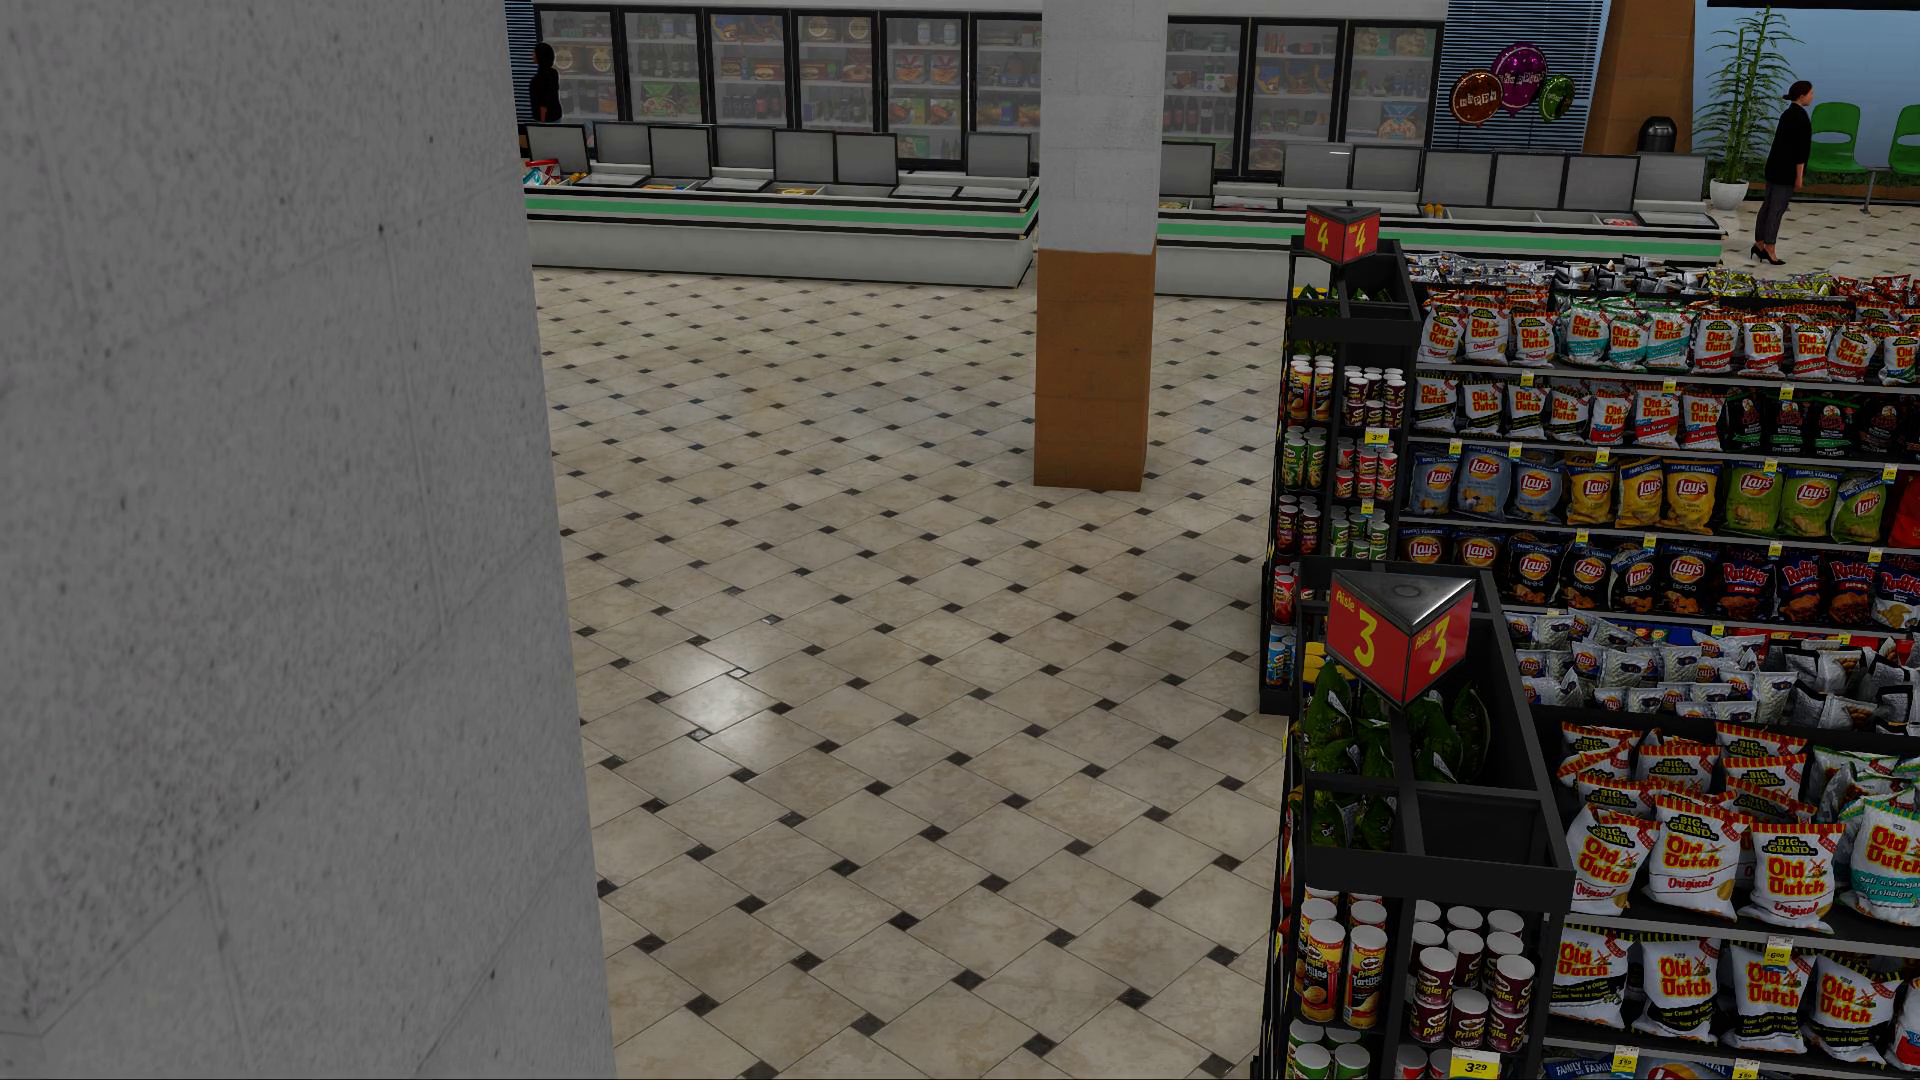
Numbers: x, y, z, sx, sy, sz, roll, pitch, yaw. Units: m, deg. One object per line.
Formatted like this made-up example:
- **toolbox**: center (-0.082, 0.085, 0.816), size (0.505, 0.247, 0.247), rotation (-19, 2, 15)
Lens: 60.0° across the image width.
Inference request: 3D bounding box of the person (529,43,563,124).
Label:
- **person**: center (-4.588, -4.678, 18.581), size (0.530, 1.701, 0.569), rotation (5, 24, 11)

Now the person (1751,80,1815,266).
- **person**: center (7.870, -3.515, 15.903), size (0.614, 1.719, 0.677), rotation (0, 24, 1)
